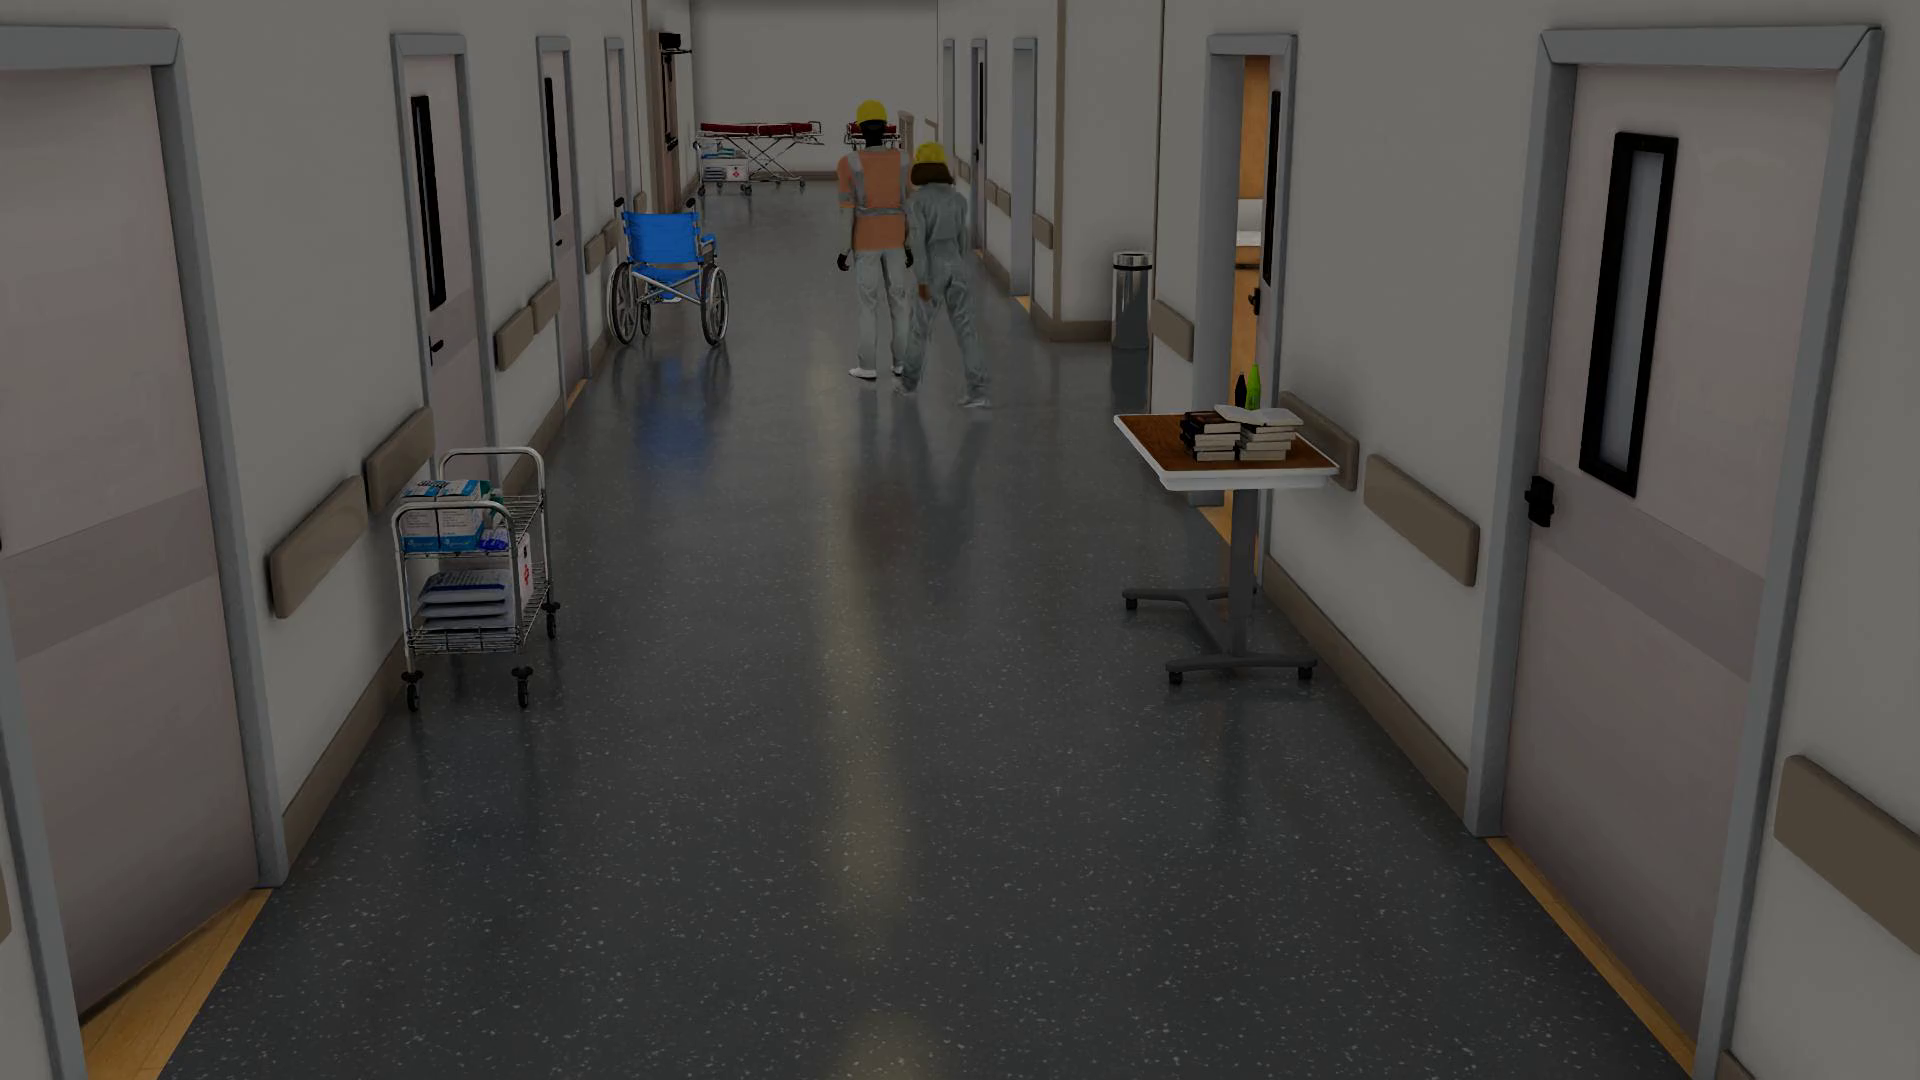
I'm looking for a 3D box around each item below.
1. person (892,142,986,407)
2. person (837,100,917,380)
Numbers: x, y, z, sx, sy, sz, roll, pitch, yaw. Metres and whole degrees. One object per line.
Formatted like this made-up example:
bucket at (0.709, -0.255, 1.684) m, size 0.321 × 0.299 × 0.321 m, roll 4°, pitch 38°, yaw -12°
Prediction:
person at (-0.131, -1.722, 10.815) m, size 0.491 × 1.678 × 0.896 m, roll -12°, pitch 20°, yaw -34°
person at (-0.586, -2.078, 11.606) m, size 0.585 × 1.917 × 0.381 m, roll -8°, pitch 18°, yaw -24°
